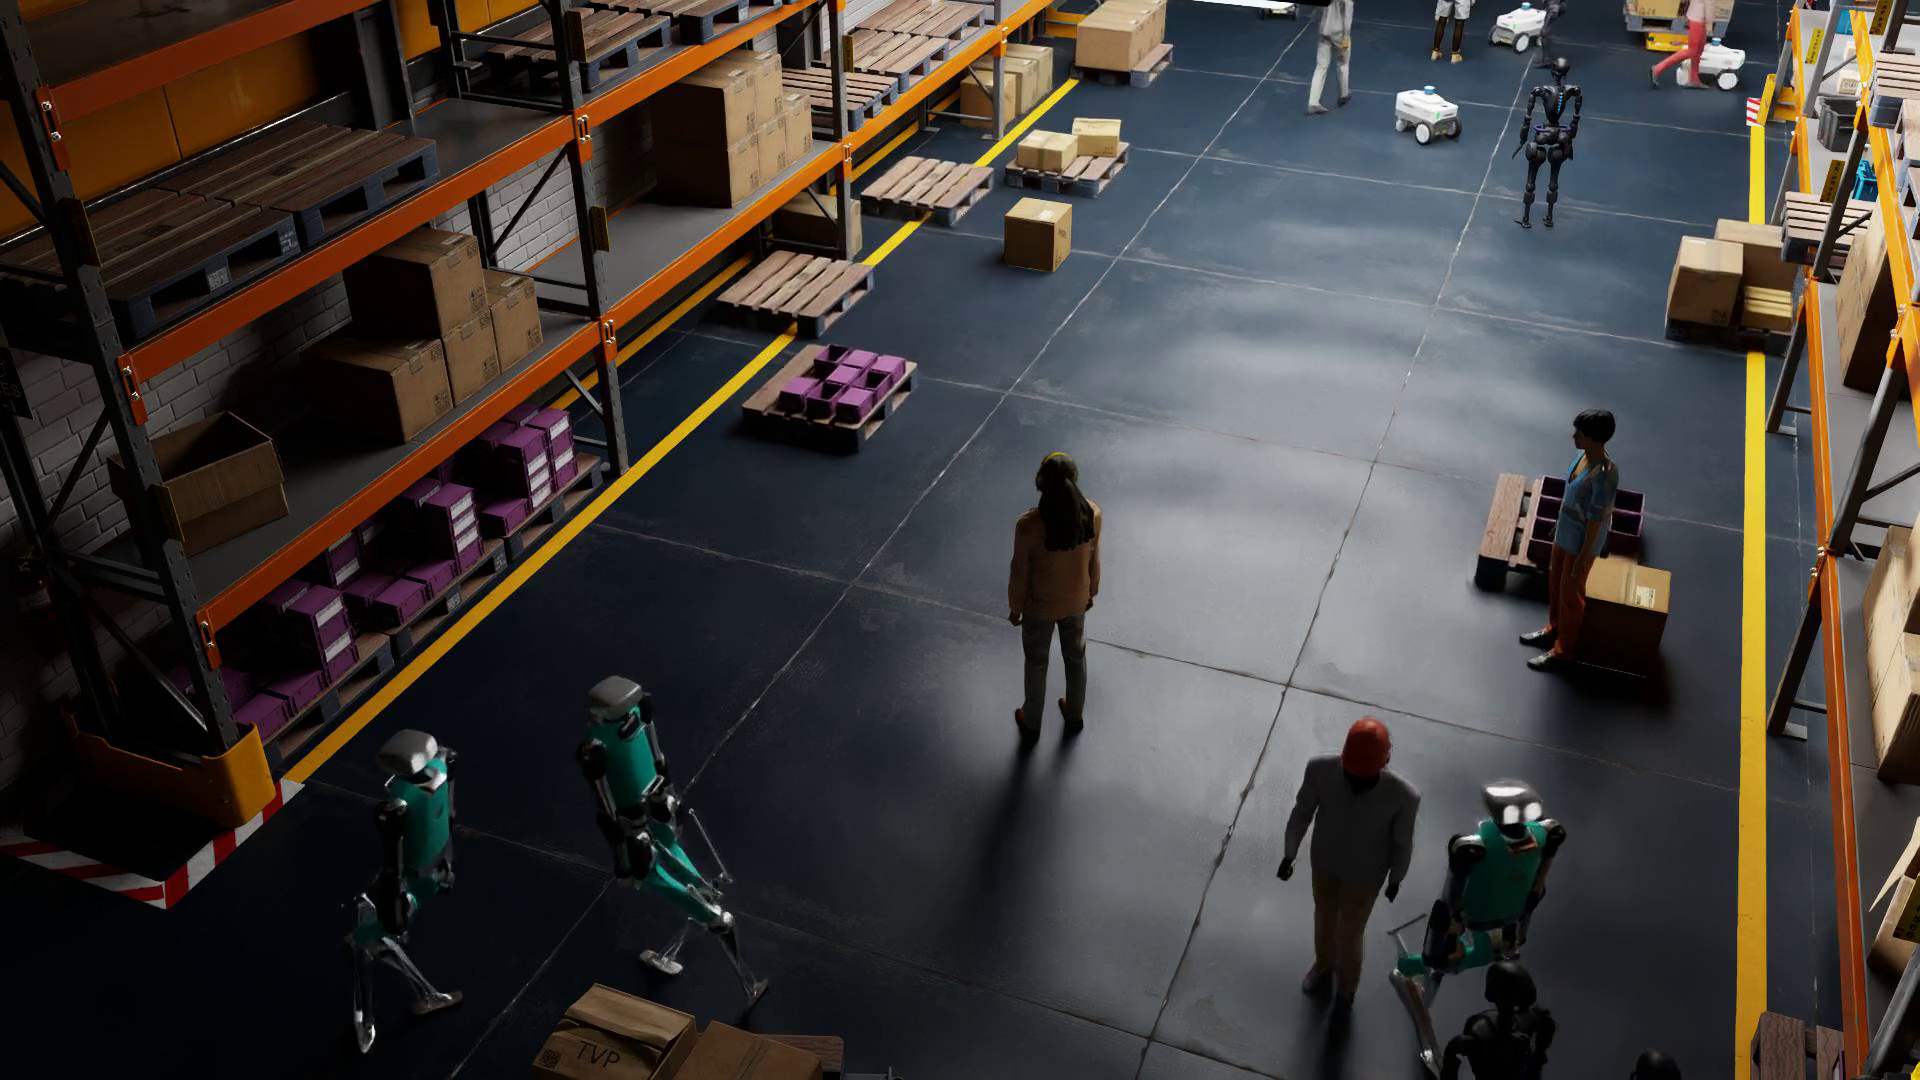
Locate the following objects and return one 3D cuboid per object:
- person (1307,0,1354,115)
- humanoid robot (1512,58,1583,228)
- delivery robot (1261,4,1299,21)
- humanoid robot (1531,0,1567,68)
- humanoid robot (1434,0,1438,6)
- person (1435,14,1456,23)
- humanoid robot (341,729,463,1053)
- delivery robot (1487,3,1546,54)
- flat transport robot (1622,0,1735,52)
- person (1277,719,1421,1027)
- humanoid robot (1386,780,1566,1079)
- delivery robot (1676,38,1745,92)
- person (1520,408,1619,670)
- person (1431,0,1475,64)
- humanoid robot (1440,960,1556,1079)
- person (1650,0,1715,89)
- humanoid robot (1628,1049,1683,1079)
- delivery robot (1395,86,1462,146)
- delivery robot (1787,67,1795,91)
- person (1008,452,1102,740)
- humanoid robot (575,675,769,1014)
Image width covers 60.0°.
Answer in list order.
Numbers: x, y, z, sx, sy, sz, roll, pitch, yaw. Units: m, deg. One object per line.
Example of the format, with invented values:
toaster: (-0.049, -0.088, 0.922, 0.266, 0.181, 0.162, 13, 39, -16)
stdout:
person: (4.365, -5.900, 19.260, 0.903, 1.851, 0.565, -26, 41, -35)
humanoid robot: (5.754, -3.895, 16.309, 0.599, 1.657, 0.315, -1, 33, -1)
delivery robot: (4.404, -7.492, 22.917, 0.499, 0.589, 0.785, 2, 33, 3)
humanoid robot: (7.417, -6.763, 20.752, 0.361, 1.648, 0.608, 2, 33, 4)
humanoid robot: (6.894, -8.199, 22.960, 0.976, 1.764, 0.556, -13, 35, -19)
person: (6.726, -7.886, 22.405, 0.471, 1.778, 0.310, -7, 33, -10)
humanoid robot: (-2.715, 1.602, 7.753, 0.878, 1.770, 0.590, 9, 34, 14)
delivery robot: (7.319, -6.689, 21.671, 0.783, 0.584, 0.499, -20, 38, -27)
flat transport robot: (9.409, -6.744, 22.029, 0.659, 0.231, 1.431, 8, 34, 12)
person: (1.790, 1.549, 7.843, 0.571, 1.734, 0.535, 22, 39, 30)
humanoid robot: (2.244, 1.745, 7.639, 0.545, 1.890, 0.718, -10, 34, -15)
delivery robot: (9.195, -5.850, 20.355, 0.739, 0.566, 0.499, 12, 35, 18)
person: (3.774, -0.010, 10.236, 0.341, 1.758, 0.507, 0, 33, 0)
person: (6.235, -6.853, 20.884, 0.532, 1.693, 0.320, 22, 39, 31)
humanoid robot: (2.078, 2.355, 6.647, 0.604, 1.646, 0.359, -13, 35, -20)
person: (8.790, -6.251, 19.899, 0.717, 1.742, 0.526, 6, 33, 9)
humanoid robot: (2.508, 2.510, 6.418, 0.613, 1.648, 0.332, -3, 33, -4)
delivery robot: (5.271, -4.804, 18.764, 0.500, 0.596, 0.767, -18, 37, -25)
delivery robot: (10.487, -5.723, 20.203, 0.815, 0.614, 0.499, 16, 36, 23)
person: (0.552, 0.344, 9.589, 0.559, 1.869, 0.390, -12, 35, -18)
humanoid robot: (-1.261, 1.494, 7.942, 0.980, 1.778, 0.542, 12, 35, 17)
